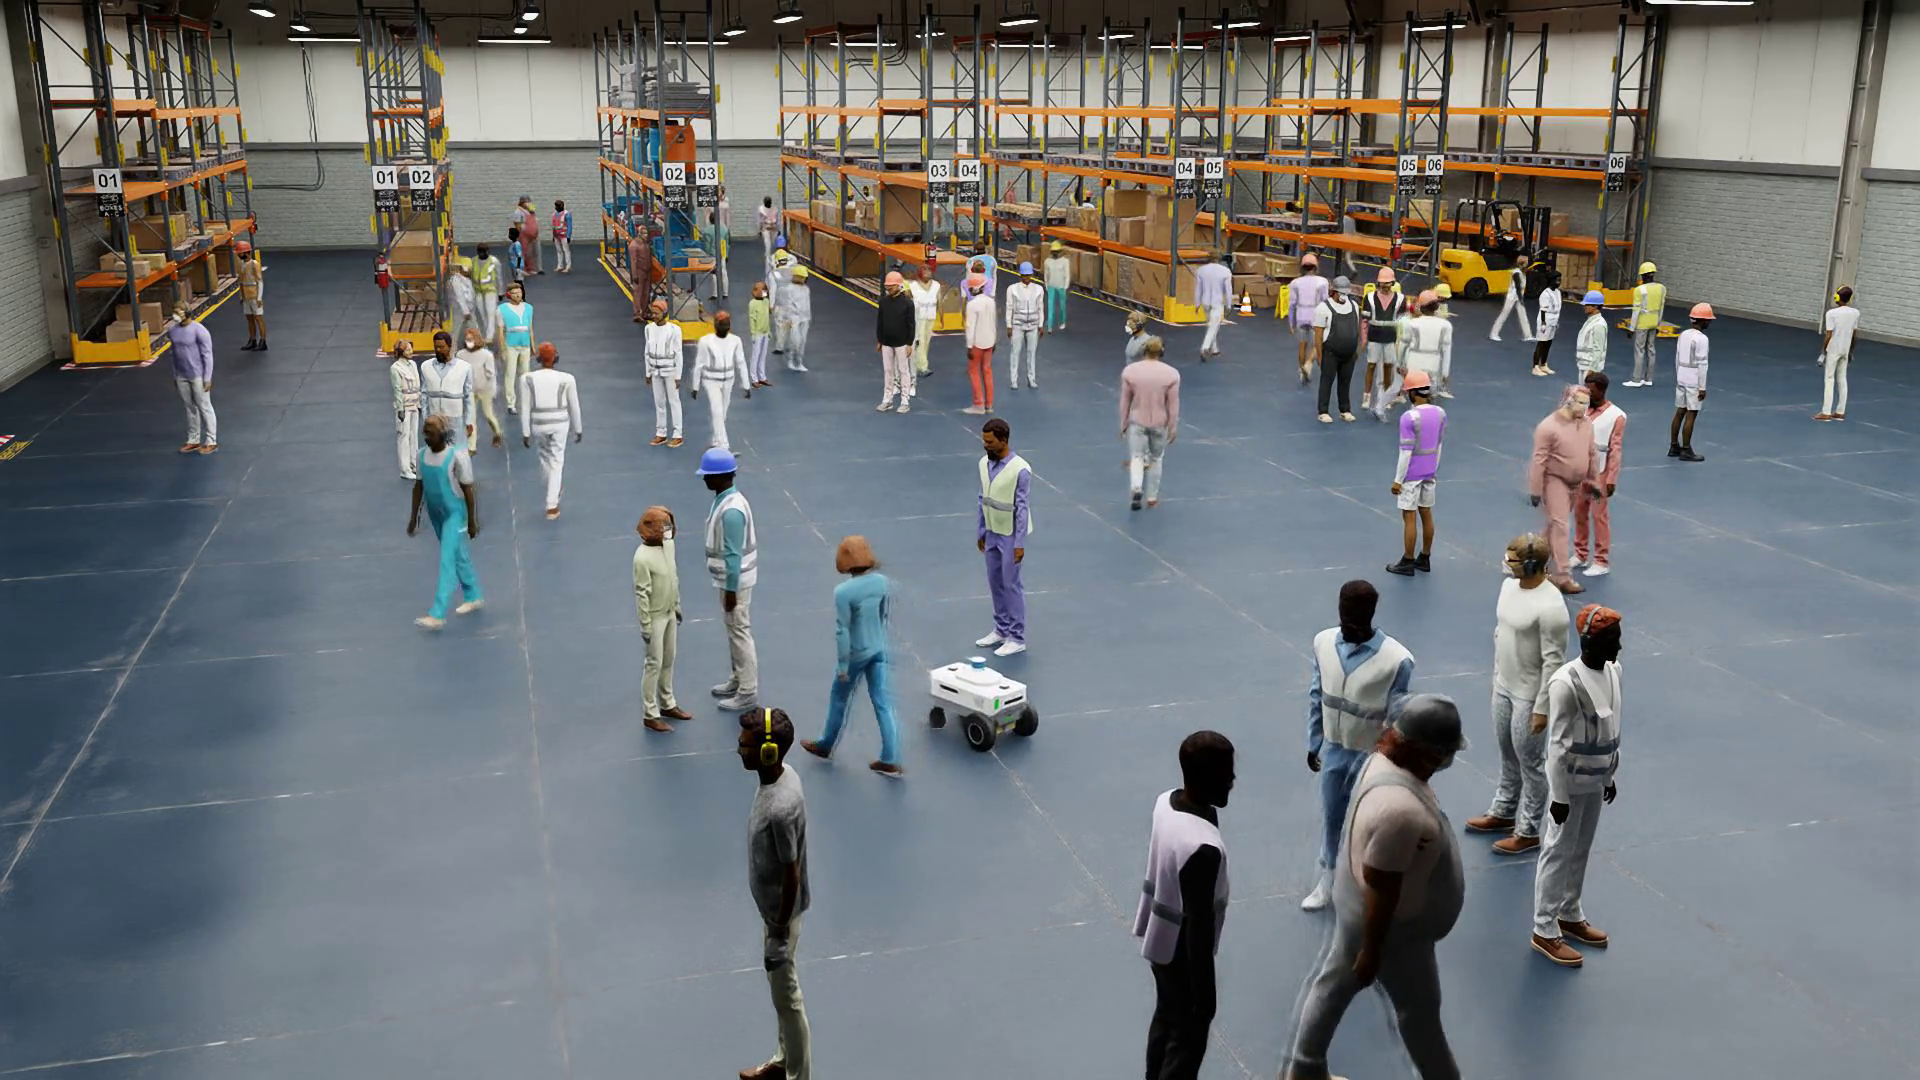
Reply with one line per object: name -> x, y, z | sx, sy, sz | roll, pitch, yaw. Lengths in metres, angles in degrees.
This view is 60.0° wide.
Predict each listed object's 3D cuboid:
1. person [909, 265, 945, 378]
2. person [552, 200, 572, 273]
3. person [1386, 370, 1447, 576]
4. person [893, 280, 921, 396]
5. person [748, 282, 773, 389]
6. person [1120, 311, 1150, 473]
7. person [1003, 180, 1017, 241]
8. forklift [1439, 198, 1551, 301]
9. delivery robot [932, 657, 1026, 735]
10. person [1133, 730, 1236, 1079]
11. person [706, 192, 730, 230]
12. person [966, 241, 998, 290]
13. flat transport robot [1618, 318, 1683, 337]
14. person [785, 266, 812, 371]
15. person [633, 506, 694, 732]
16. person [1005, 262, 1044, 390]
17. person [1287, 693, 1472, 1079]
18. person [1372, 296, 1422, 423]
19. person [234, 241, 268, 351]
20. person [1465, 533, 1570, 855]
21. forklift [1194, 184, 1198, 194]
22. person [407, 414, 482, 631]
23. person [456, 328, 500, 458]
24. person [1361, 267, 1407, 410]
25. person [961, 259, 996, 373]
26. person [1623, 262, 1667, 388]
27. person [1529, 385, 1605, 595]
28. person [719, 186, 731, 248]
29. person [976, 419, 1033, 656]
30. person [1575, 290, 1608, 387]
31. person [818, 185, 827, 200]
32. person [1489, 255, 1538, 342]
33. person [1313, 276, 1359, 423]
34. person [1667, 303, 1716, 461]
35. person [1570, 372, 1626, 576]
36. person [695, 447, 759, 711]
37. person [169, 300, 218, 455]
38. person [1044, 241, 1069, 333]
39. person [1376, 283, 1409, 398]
person -> -0.535, -3.489, 26.567 | 0.556, 1.784, 0.965 | -7, 16, -25
person -> -10.193, -7.757, 42.507 | 0.635, 1.842, 0.429 | 10, 18, 33
person -> 4.237, -0.625, 15.505 | 0.542, 1.928, 0.376 | -10, 18, -32
person -> -0.839, -3.024, 24.898 | 0.491, 1.736, 0.329 | 4, 15, 14
person -> -3.071, -3.164, 25.624 | 0.267, 1.632, 0.507 | 7, 17, 26
person -> 2.128, -1.763, 19.795 | 0.367, 1.932, 0.623 | -3, 15, -11
person -> 1.590, -10.286, 51.936 | 0.397, 1.900, 0.636 | 5, 16, 18
forklift -> 11.913, -6.508, 37.130 | 2.313, 2.155, 1.214 | -4, 15, -15
delivery robot -> 0.127, 1.060, 11.617 | 0.477, 0.478, 0.707 | -14, 20, -41
person -> 0.920, 1.687, 6.836 | 0.395, 1.912, 0.594 | -1, 15, -5
person -> -6.704, -8.710, 46.076 | 0.648, 1.859, 0.966 | -1, 15, -3
person -> 0.368, -4.509, 30.301 | 0.621, 1.838, 0.429 | -7, 16, -24
flat transport robot -> 13.065, -4.022, 31.463 | 0.652, 0.197, 1.431 | 0, 15, -1
person -> -2.608, -3.596, 27.063 | 0.388, 1.720, 0.502 | 14, 20, 42
person -> -2.105, 0.545, 11.689 | 0.294, 1.623, 0.507 | 5, 16, 17
person -> 0.992, -3.278, 25.452 | 0.601, 1.948, 0.386 | -4, 15, -13
person -> 1.918, 1.551, 7.100 | 1.023, 2.000, 0.699 | 1, 15, 5
person -> 6.052, -2.420, 22.517 | 0.576, 1.805, 0.968 | -10, 18, -32
person -> -12.507, -4.289, 29.291 | 0.542, 1.928, 0.374 | 8, 17, 28
person -> 3.303, 0.897, 9.763 | 0.376, 1.937, 0.629 | -2, 15, -9
forklift -> 7.392, -11.333, 53.972 | 1.873, 2.768, 1.129 | -4, 15, -15
person -> -4.385, -0.164, 13.997 | 0.509, 1.798, 0.947 | 8, 17, 27
person -> -6.017, -1.877, 20.837 | 0.505, 1.600, 0.760 | 2, 15, 6
person -> 6.028, -2.862, 23.702 | 0.609, 2.043, 0.397 | 3, 15, 11
person -> 0.294, -3.602, 26.864 | 0.565, 1.846, 0.390 | -1, 15, -4
person -> 10.545, -3.310, 25.624 | 0.585, 1.920, 0.373 | -6, 16, -21
person -> 5.530, -0.460, 15.013 | 0.636, 1.865, 0.888 | -9, 18, -32
person -> -7.046, -9.608, 49.491 | 0.346, 1.840, 0.503 | -12, 19, -38
person -> 0.346, -0.040, 13.354 | 0.413, 1.906, 0.599 | -11, 18, -35
person -> 8.196, -2.272, 21.663 | 0.388, 1.948, 0.605 | 2, 15, 7
person -> -4.273, -10.126, 51.611 | 0.317, 1.743, 0.488 | 0, 15, 1
person -> 10.149, -4.406, 30.390 | 0.881, 1.585, 0.525 | 10, 18, 34
person -> 5.194, -2.625, 22.814 | 0.685, 2.000, 0.536 | -6, 16, -21
person -> 9.015, -1.942, 20.441 | 0.359, 1.936, 0.552 | -2, 15, -7
person -> 5.934, -0.631, 15.579 | 0.401, 1.906, 0.597 | -7, 16, -24
person -> -1.686, 0.274, 12.112 | 0.420, 1.937, 0.610 | -4, 15, -15
person -> -9.593, -2.036, 20.792 | 0.629, 1.940, 0.377 | 6, 16, 23
person -> 1.857, -4.855, 31.820 | 0.520, 1.723, 0.918 | 4, 15, 13
person -> 6.391, -2.954, 24.648 | 0.489, 1.730, 0.324 | 1, 15, 3
